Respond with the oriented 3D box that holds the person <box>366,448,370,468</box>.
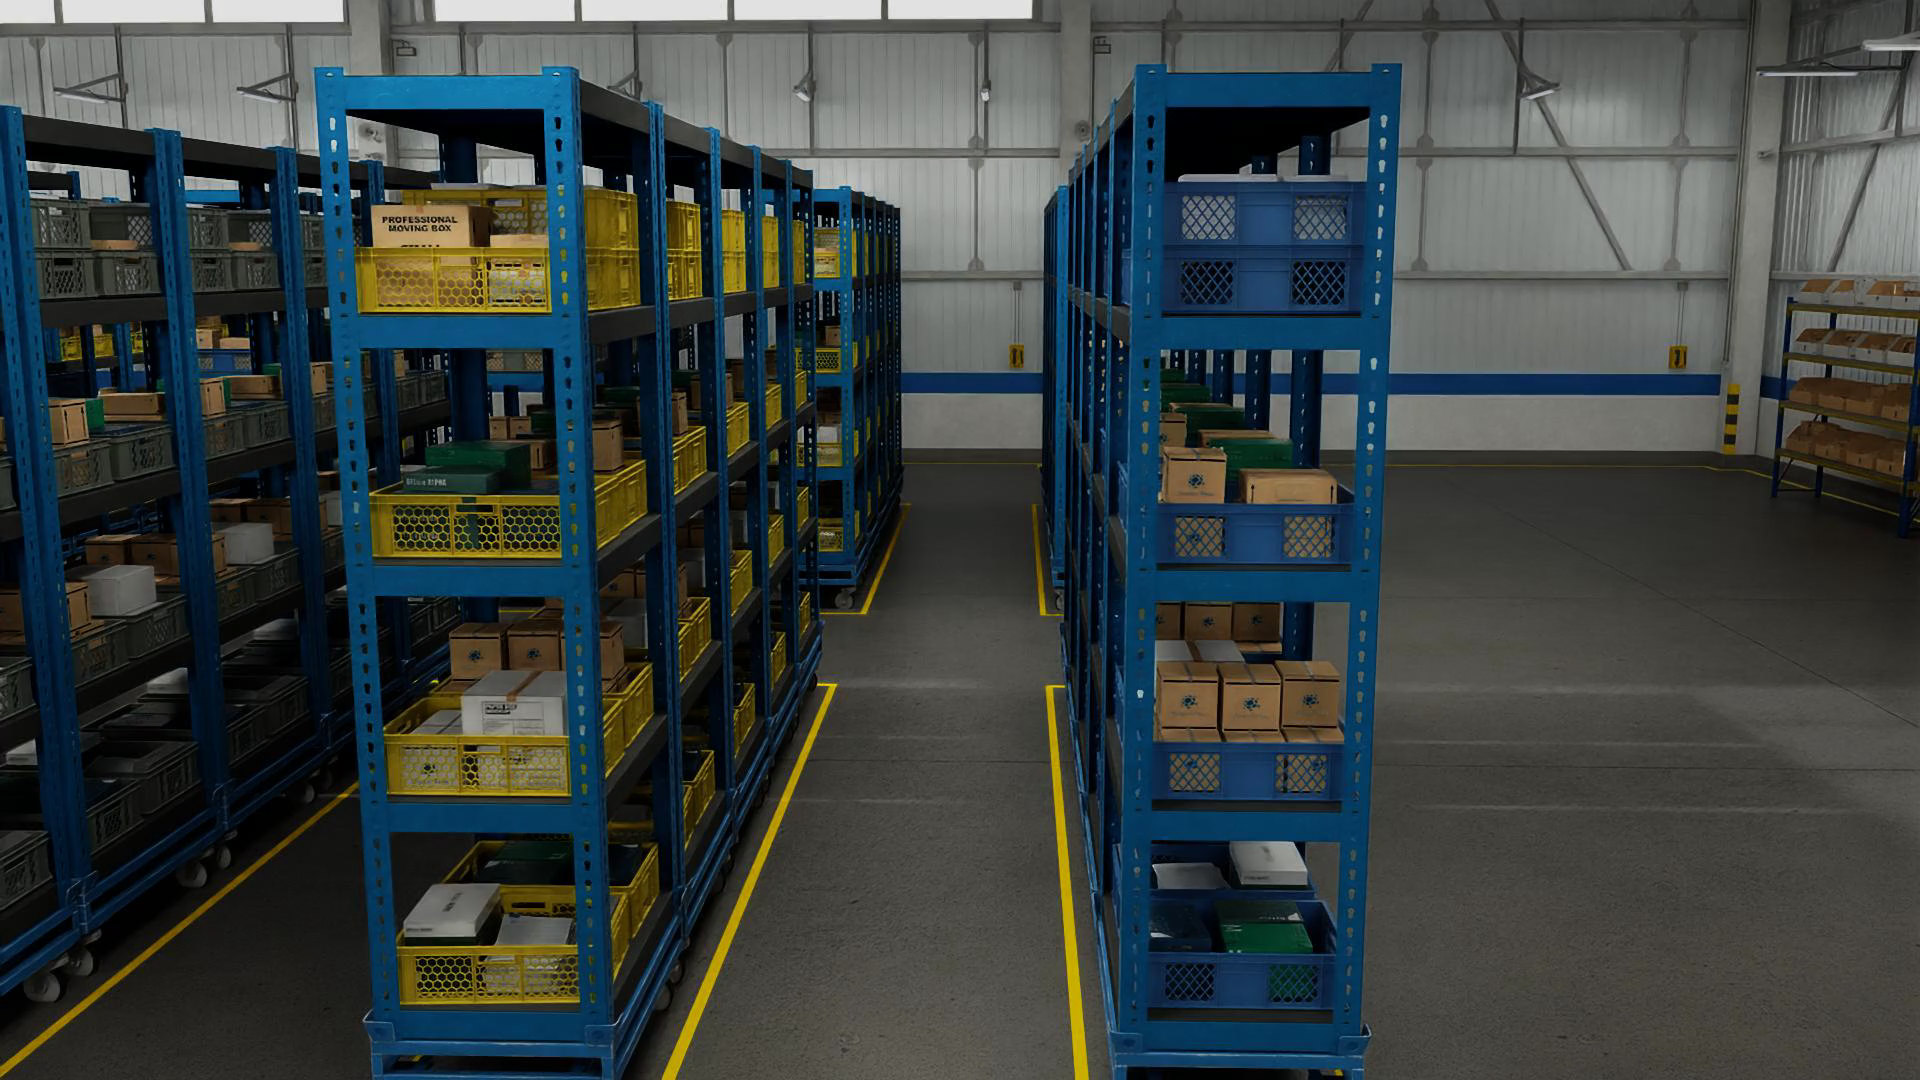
[{"bbox_3d":[-8.009,-1.689,22.383,0.516,1.823,0.612,1,10,5],"label":"person"}]
